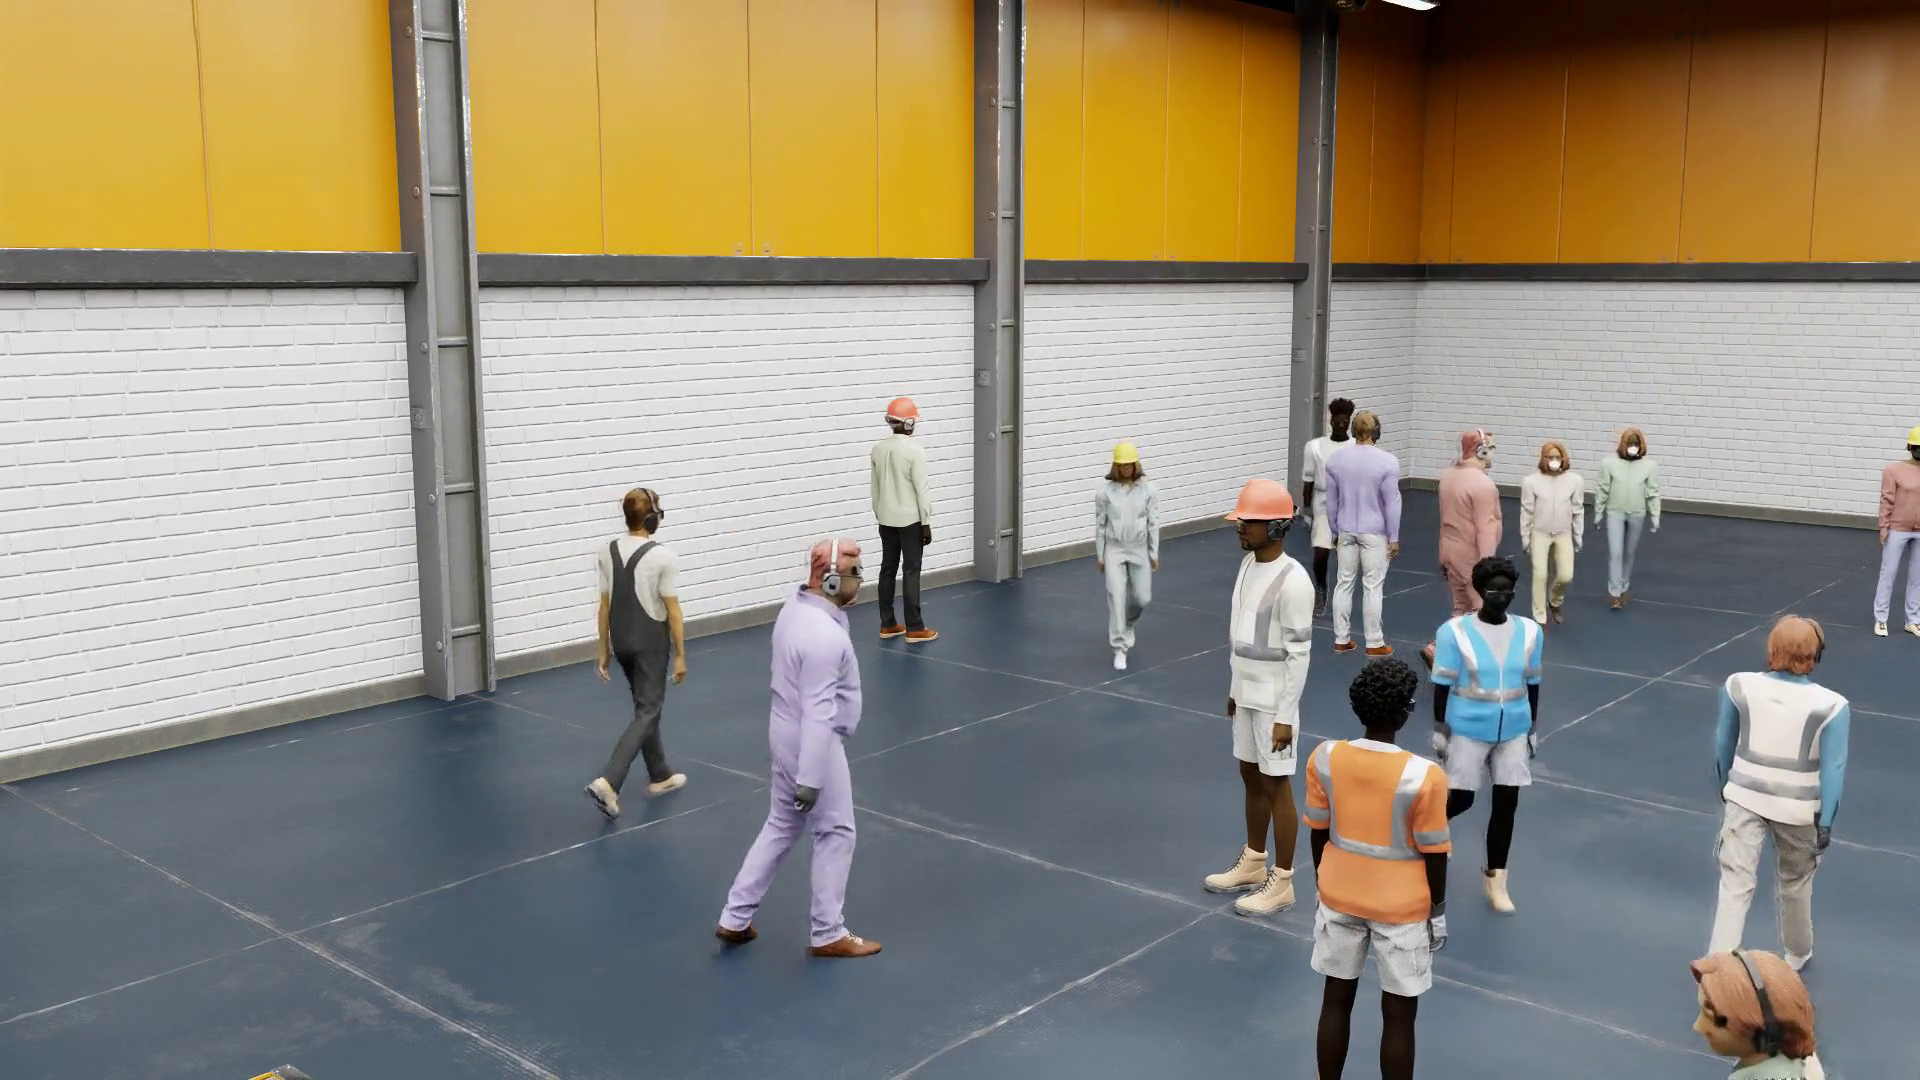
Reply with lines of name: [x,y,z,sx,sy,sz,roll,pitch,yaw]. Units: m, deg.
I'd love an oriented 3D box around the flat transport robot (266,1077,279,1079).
flat transport robot: [-2.123,2.021,5.205,1.431,0.197,0.652,8,12,40]

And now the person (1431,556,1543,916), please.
person: [2.486,0.883,7.931,0.543,1.676,0.641,-1,9,-4]

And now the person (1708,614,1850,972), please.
person: [3.357,1.099,6.866,0.527,1.593,0.882,7,12,39]

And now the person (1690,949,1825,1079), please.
person: [1.775,1.627,3.561,0.728,1.585,0.525,3,10,20]

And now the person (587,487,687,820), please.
person: [-1.804,0.618,9.215,0.517,1.818,0.861,4,10,26]

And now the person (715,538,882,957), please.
person: [-0.730,0.914,7.187,0.695,1.871,0.663,-3,10,-19]

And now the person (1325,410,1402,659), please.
person: [3.137,-0.043,12.948,0.630,1.940,0.372,8,12,40]

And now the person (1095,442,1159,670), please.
person: [1.266,0.091,12.760,0.490,1.727,0.599,-1,9,-3]

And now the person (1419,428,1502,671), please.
person: [3.609,0.143,11.915,0.540,1.891,0.662,-1,9,-8]

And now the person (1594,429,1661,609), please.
person: [5.959,-0.179,14.812,0.527,1.600,0.740,2,9,11]

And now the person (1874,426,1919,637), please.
person: [7.828,-0.070,13.675,0.524,1.764,0.329,1,9,8]

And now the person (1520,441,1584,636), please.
person: [4.897,-0.020,13.801,0.512,1.621,0.411,2,9,10]

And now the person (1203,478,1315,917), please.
person: [1.404,0.729,7.775,0.375,2.044,0.604,-3,9,-16]

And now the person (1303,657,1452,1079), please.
person: [1.422,1.236,5.674,0.533,1.697,0.318,8,12,40]

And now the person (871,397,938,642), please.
person: [-0.462,-0.166,13.539,0.609,1.997,0.375,8,12,40]

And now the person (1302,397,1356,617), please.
person: [3.226,-0.245,14.170,0.616,1.949,0.399,2,9,11]
